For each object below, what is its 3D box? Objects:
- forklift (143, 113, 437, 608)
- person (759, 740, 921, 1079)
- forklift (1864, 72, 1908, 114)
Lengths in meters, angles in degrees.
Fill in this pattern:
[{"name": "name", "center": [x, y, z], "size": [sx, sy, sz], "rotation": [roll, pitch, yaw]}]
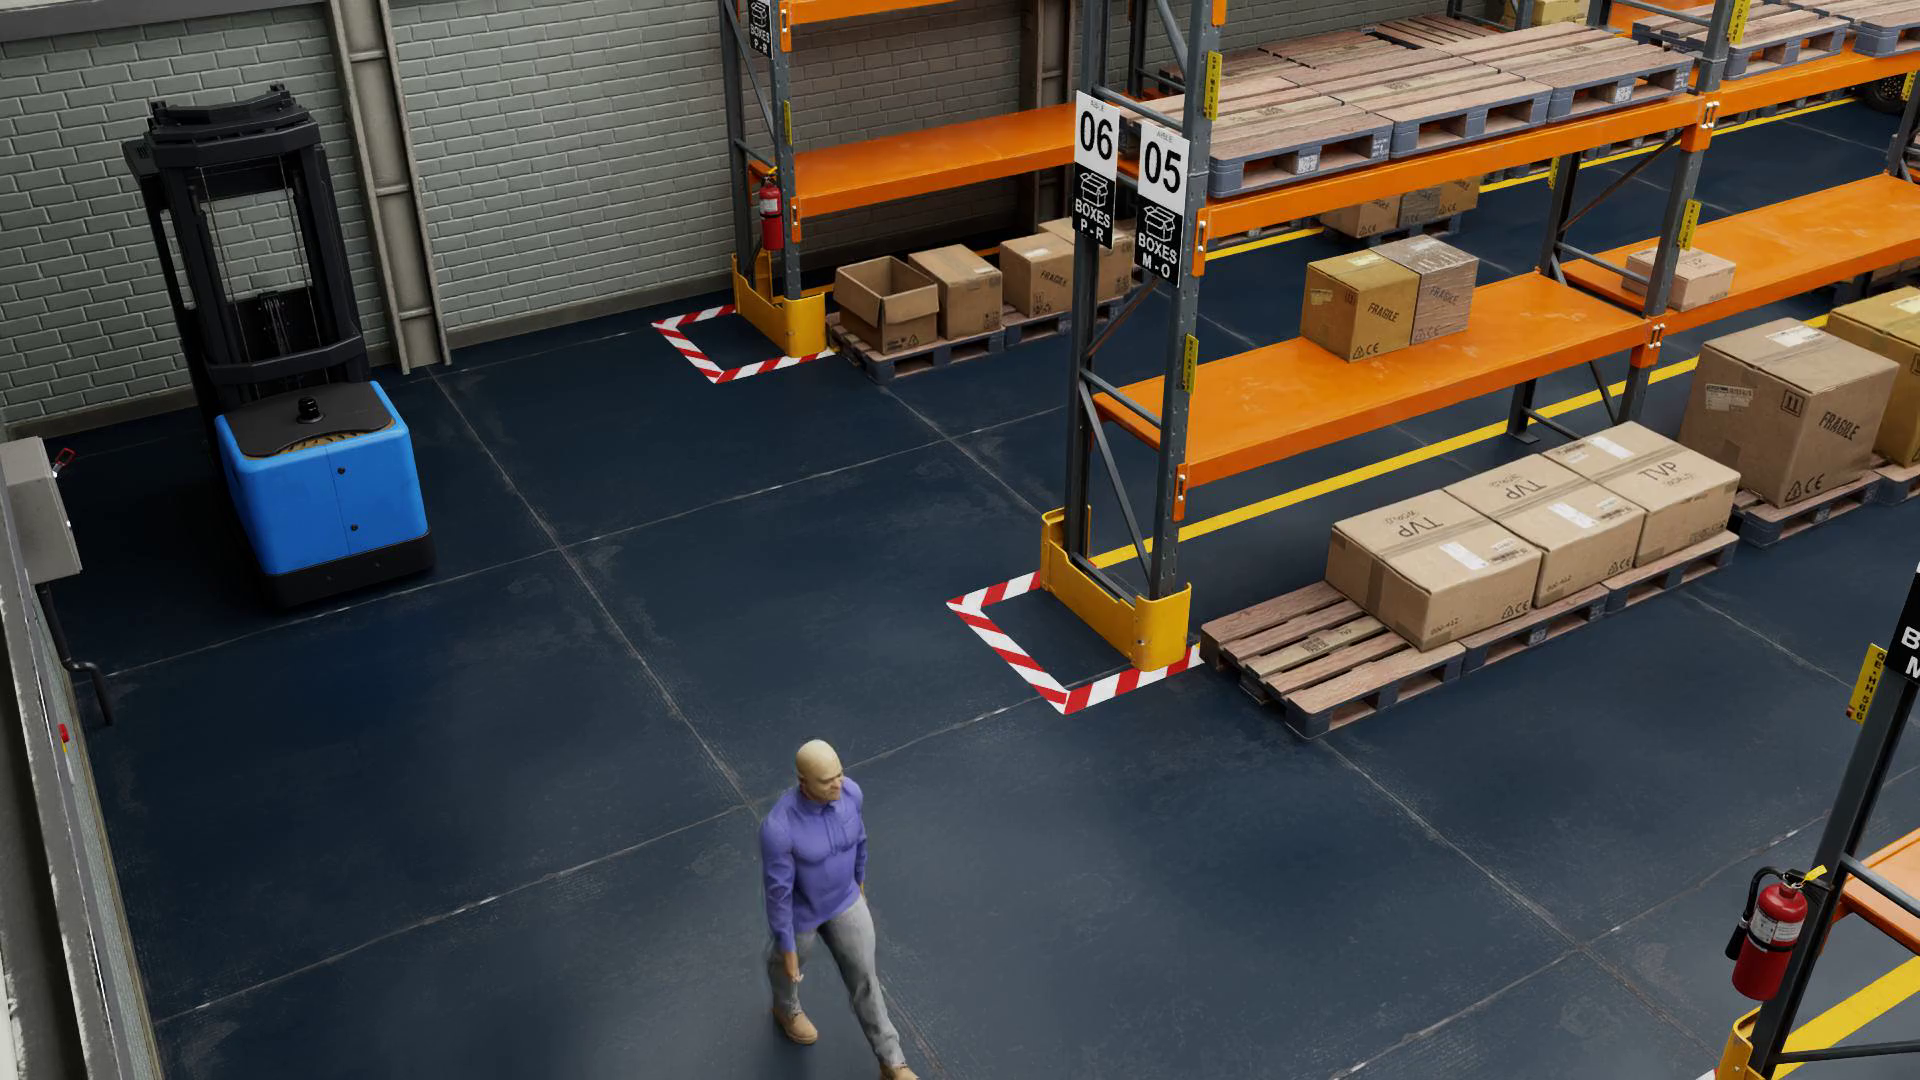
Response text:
[{"name": "forklift", "center": [-4.289, -1.259, 10.509], "size": [1.129, 2.768, 1.873], "rotation": [-17, 36, -26]}, {"name": "person", "center": [-0.549, 1.583, 6.959], "size": [0.583, 1.755, 0.943], "rotation": [-22, 38, -31]}, {"name": "forklift", "center": [11.468, -5.645, 18.244], "size": [1.214, 2.155, 2.313], "rotation": [-17, 36, -26]}]
